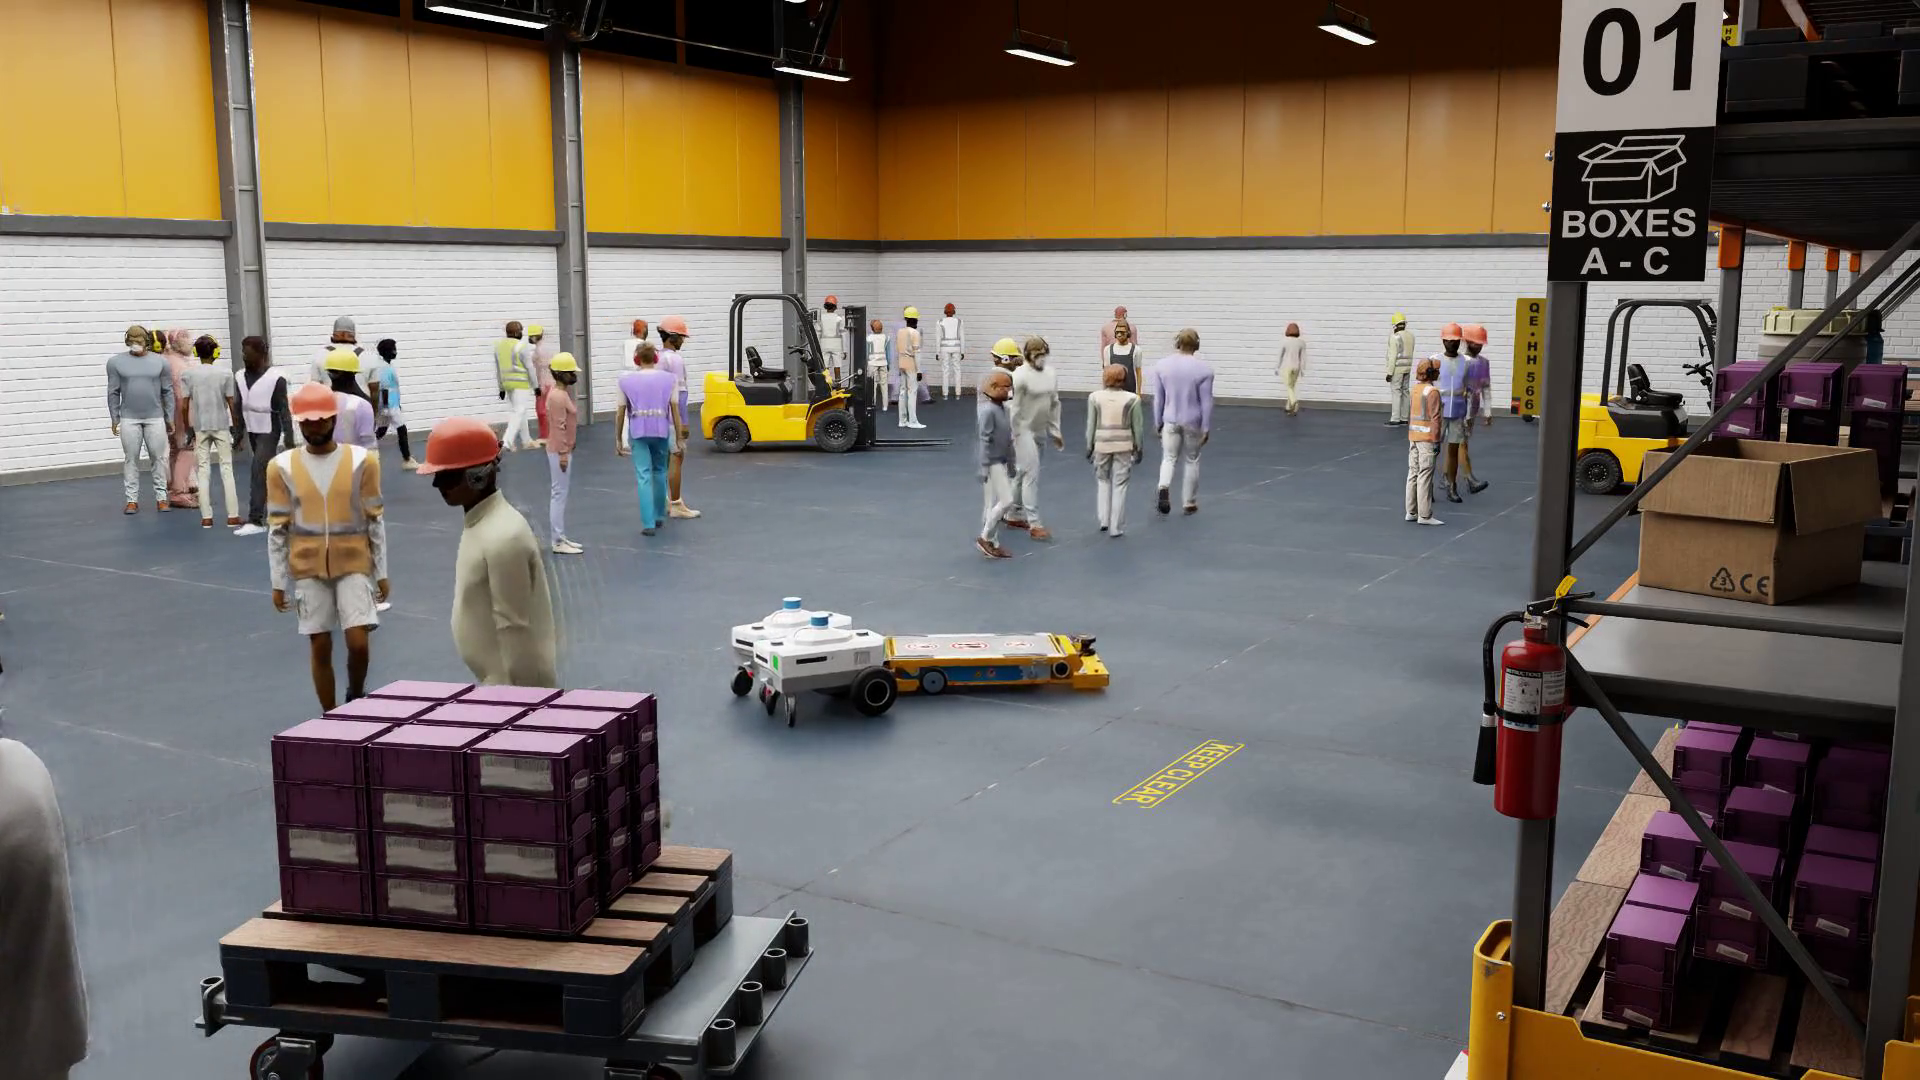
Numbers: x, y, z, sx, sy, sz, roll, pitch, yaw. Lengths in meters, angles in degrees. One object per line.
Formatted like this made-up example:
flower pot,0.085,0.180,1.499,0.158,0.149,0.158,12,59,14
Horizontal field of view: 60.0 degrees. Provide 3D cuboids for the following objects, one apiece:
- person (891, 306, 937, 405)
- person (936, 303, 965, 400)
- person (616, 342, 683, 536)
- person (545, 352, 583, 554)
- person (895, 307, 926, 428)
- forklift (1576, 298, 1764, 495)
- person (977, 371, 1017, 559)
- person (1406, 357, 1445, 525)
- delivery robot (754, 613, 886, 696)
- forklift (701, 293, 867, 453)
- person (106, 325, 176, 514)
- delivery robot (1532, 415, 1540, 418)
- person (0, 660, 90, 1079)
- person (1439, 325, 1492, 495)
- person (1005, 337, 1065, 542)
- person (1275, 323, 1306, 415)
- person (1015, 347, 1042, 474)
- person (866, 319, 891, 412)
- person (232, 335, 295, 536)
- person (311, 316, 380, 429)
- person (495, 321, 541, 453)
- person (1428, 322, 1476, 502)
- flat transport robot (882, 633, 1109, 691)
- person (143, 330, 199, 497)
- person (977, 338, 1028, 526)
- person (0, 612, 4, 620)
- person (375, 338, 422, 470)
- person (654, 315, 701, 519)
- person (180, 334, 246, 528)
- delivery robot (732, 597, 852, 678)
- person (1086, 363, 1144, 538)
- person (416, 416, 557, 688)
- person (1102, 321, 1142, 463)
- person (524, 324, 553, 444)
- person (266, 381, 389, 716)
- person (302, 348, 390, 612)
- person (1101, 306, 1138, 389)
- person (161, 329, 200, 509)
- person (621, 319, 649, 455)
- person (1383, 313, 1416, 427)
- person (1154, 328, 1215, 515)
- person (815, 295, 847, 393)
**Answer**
person,-0.906,-3.454,31.162,0.990,1.857,0.663,-8,12,-40
person,-0.189,-3.667,32.399,0.572,1.883,0.355,-1,9,-8
person,-2.971,-0.971,15.808,0.600,1.807,0.854,-3,10,-19
person,-3.479,-0.765,14.652,0.331,1.768,0.526,-2,9,-11
person,-0.787,-2.733,26.433,0.366,1.926,0.592,-7,11,-36
forklift,7.954,-1.589,18.462,2.313,2.155,1.214,5,11,30
person,0.345,-0.631,14.241,0.352,1.617,0.530,4,10,21
person,4.555,-0.965,16.294,0.309,1.641,0.514,-2,9,-11
delivery robot,-0.781,0.653,9.277,0.707,0.478,0.477,-5,10,-28
forklift,-2.458,-2.344,23.176,2.313,2.155,1.214,0,9,-2
person,-8.385,-1.235,17.068,0.627,1.934,0.371,-4,10,-25
delivery robot,9.701,-2.248,27.386,0.707,0.478,0.477,-5,11,-30
person,-1.933,1.036,3.124,0.594,1.852,0.570,-4,10,-26
person,5.672,-1.437,18.485,0.565,1.878,0.996,-3,10,-20
person,0.662,-0.955,15.536,0.842,1.888,0.646,7,12,38
person,5.784,-2.977,28.950,0.509,1.610,0.673,-3,9,-16
person,0.640,-1.551,20.101,0.518,1.593,0.777,9,13,44
person,-1.472,-3.090,29.541,0.514,1.645,0.309,-4,10,-23
person,-6.618,-1.026,15.930,0.593,1.885,0.940,5,10,29
person,-6.490,-1.372,17.584,0.700,2.000,0.608,-4,10,-25
person,-6.110,-2.116,22.946,0.626,1.814,0.816,7,12,38
person,5.237,-1.360,17.830,0.547,1.938,0.377,0,9,3
flat transport robot,0.141,0.725,10.002,1.431,0.197,0.652,-1,9,-4
person,-8.689,-1.371,18.214,0.578,1.836,0.578,-2,9,-11
person,0.421,-1.048,16.225,0.404,1.829,0.592,-7,11,-37
person,-6.930,-0.359,11.496,0.367,1.963,0.609,0,9,0
person,-7.173,-1.687,20.730,0.825,1.662,0.532,-4,10,-24
person,-2.870,-1.226,16.680,0.380,2.039,0.607,-7,11,-36
person,-7.245,-1.049,16.096,0.520,1.873,0.335,-2,9,-11
delivery robot,-0.979,0.579,9.736,0.707,0.478,0.477,-9,13,-44
person,1.459,-0.839,15.564,0.535,1.622,0.514,3,10,17
person,-1.608,0.496,6.234,0.729,1.955,0.628,-4,10,-22
person,2.099,-1.915,21.581,0.519,1.844,0.331,3,9,15
person,-5.927,-2.229,23.840,0.572,1.739,0.544,-3,10,-20
person,-3.205,0.153,8.436,0.564,1.917,0.410,-3,9,-16
person,-4.427,-0.419,12.000,0.593,1.922,0.387,3,10,17
person,2.771,-3.093,28.750,0.652,1.904,0.402,4,10,22
person,-8.198,-1.268,17.483,0.458,1.873,0.699,-7,12,-38
person,-4.370,-2.093,22.757,0.562,1.818,1.024,5,10,28
person,7.023,-2.716,26.648,0.587,1.826,0.404,-8,12,-40
person,2.232,-1.171,16.724,0.631,1.918,0.754,4,10,21
person,-2.465,-3.652,31.803,0.614,2.042,0.373,0,9,2
